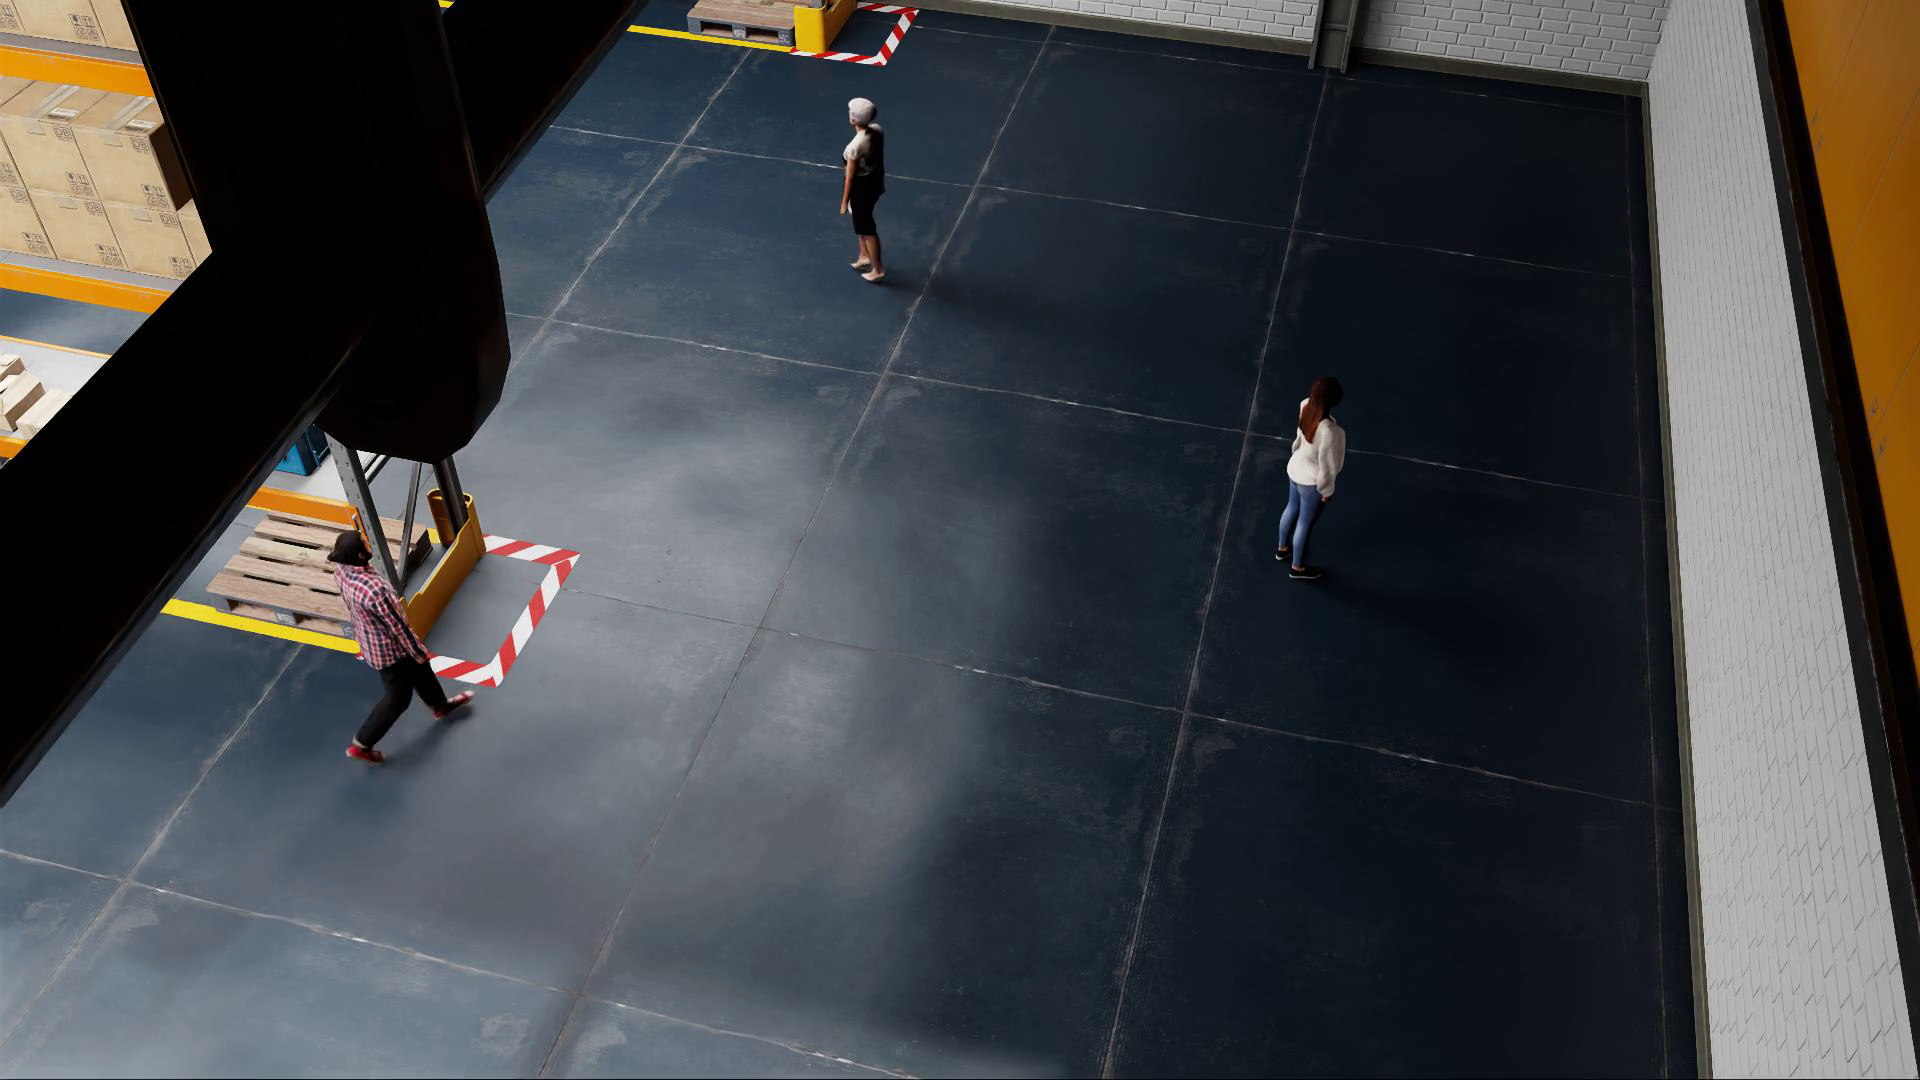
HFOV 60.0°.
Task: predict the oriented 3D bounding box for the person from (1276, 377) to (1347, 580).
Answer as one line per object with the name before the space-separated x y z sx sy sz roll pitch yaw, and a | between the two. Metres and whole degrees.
person | 2.428 -0.441 11.511 0.713 1.692 0.702 -11 45 -11

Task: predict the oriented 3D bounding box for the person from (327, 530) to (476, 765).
person | -3.609 0.683 10.293 1.163 1.745 1.189 -28 50 -26

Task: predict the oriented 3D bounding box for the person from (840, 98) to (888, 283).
person | -0.717 -2.903 14.059 0.738 1.743 0.714 19 47 19
